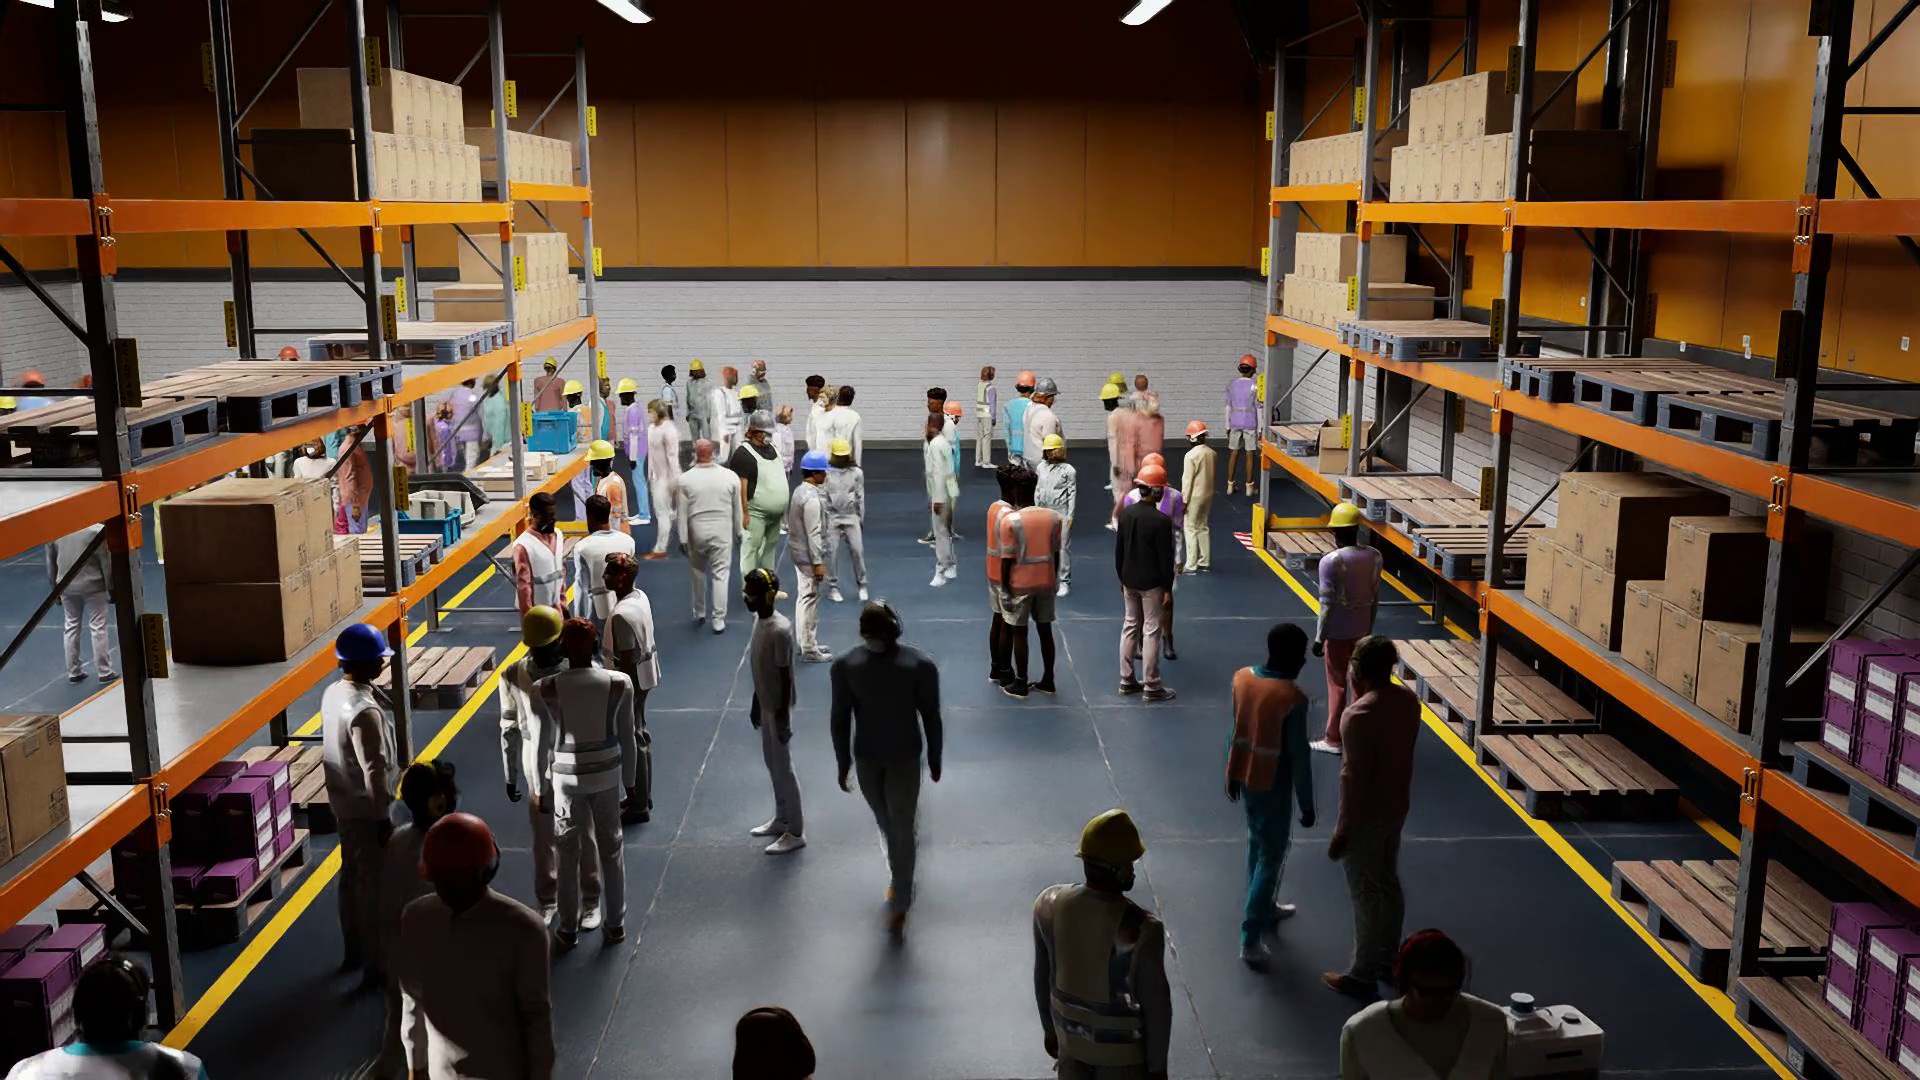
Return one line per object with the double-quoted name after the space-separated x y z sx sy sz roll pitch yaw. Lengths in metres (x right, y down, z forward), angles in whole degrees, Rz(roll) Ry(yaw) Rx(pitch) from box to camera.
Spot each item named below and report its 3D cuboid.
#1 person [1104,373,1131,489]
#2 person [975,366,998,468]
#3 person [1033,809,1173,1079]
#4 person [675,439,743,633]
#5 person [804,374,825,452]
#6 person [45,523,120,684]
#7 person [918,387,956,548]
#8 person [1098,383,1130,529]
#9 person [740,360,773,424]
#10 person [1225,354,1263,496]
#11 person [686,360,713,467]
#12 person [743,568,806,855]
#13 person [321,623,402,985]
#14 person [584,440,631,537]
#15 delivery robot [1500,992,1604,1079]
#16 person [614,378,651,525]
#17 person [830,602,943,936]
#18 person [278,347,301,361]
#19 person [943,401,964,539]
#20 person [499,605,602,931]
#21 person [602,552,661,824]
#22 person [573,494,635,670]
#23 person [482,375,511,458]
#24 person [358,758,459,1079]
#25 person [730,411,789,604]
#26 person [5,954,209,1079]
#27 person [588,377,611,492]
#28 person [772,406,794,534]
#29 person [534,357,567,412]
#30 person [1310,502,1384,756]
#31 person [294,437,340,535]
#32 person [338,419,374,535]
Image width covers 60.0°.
2.296 -1.575 24.308 0.326 1.734 0.490 -6 13 -28 "person"
0.419 -1.951 26.449 0.312 1.633 0.519 -5 12 -25 "person"
0.571 1.930 6.480 0.597 1.832 0.404 8 14 36 "person"
-2.470 -0.066 16.399 0.650 1.862 0.952 -2 11 -10 "person"
-1.845 -1.196 21.854 0.384 1.957 0.604 1 11 4 "person"
-7.608 0.386 14.442 0.568 1.744 0.349 0 11 0 "person"
-0.268 -0.889 20.278 0.368 1.966 0.603 -6 13 -26 "person"
2.057 -1.069 21.356 0.586 1.896 0.619 5 12 23 "person"
-2.984 -1.734 24.712 0.401 1.894 0.651 5 12 23 "person"
4.109 -1.653 23.953 0.604 2.034 0.417 8 14 34 "person"
-4.159 -2.005 26.461 0.484 1.738 0.347 6 13 28 "person"
-1.206 1.081 10.700 0.375 1.853 0.518 -5 12 -24 "person"
-3.169 1.393 8.878 0.395 1.945 0.618 -9 14 -38 "person"
-3.387 -0.016 16.037 0.409 1.917 0.585 -4 12 -21 "person"
2.548 2.305 7.578 0.707 0.478 0.477 -3 12 -13 "delivery robot"
-4.279 -1.156 21.754 0.429 1.913 0.589 -1 11 -7 "person"
-0.444 1.288 9.540 0.632 1.885 1.013 2 12 11 "person"
-10.355 -1.997 25.763 0.397 1.992 0.621 -5 12 -25 "person"
-0.126 -0.868 20.743 0.352 1.738 0.577 -5 12 -24 "person"
-2.311 1.294 9.476 0.591 1.912 0.398 -1 11 -4 "person"
-2.213 0.985 11.175 0.390 1.850 0.565 0 11 -2 "person"
-2.772 0.591 13.019 0.408 1.907 0.598 7 13 33 "person"
-6.187 -1.321 22.641 0.616 1.897 0.701 -4 12 -20 "person"
-2.339 1.834 6.999 0.882 1.830 0.508 -9 14 -37 "person"
-2.032 -0.342 17.345 0.537 2.000 0.678 7 13 30 "person"
-2.662 2.172 5.358 0.622 1.801 0.891 -3 12 -13 "person"
-4.965 -1.365 22.996 0.348 1.839 0.503 -1 11 -6 "person"
-2.257 -0.893 21.154 0.319 1.631 0.515 2 12 12 "person"
-6.553 -2.055 26.665 0.530 1.752 0.341 0 11 0 "person"
2.906 0.669 12.563 0.587 1.927 0.365 -7 13 -31 "person"
-7.172 -0.380 18.566 0.497 1.633 0.284 -1 11 -4 "person"
-6.461 -0.407 17.870 0.383 1.962 0.622 -3 12 -12 "person"
